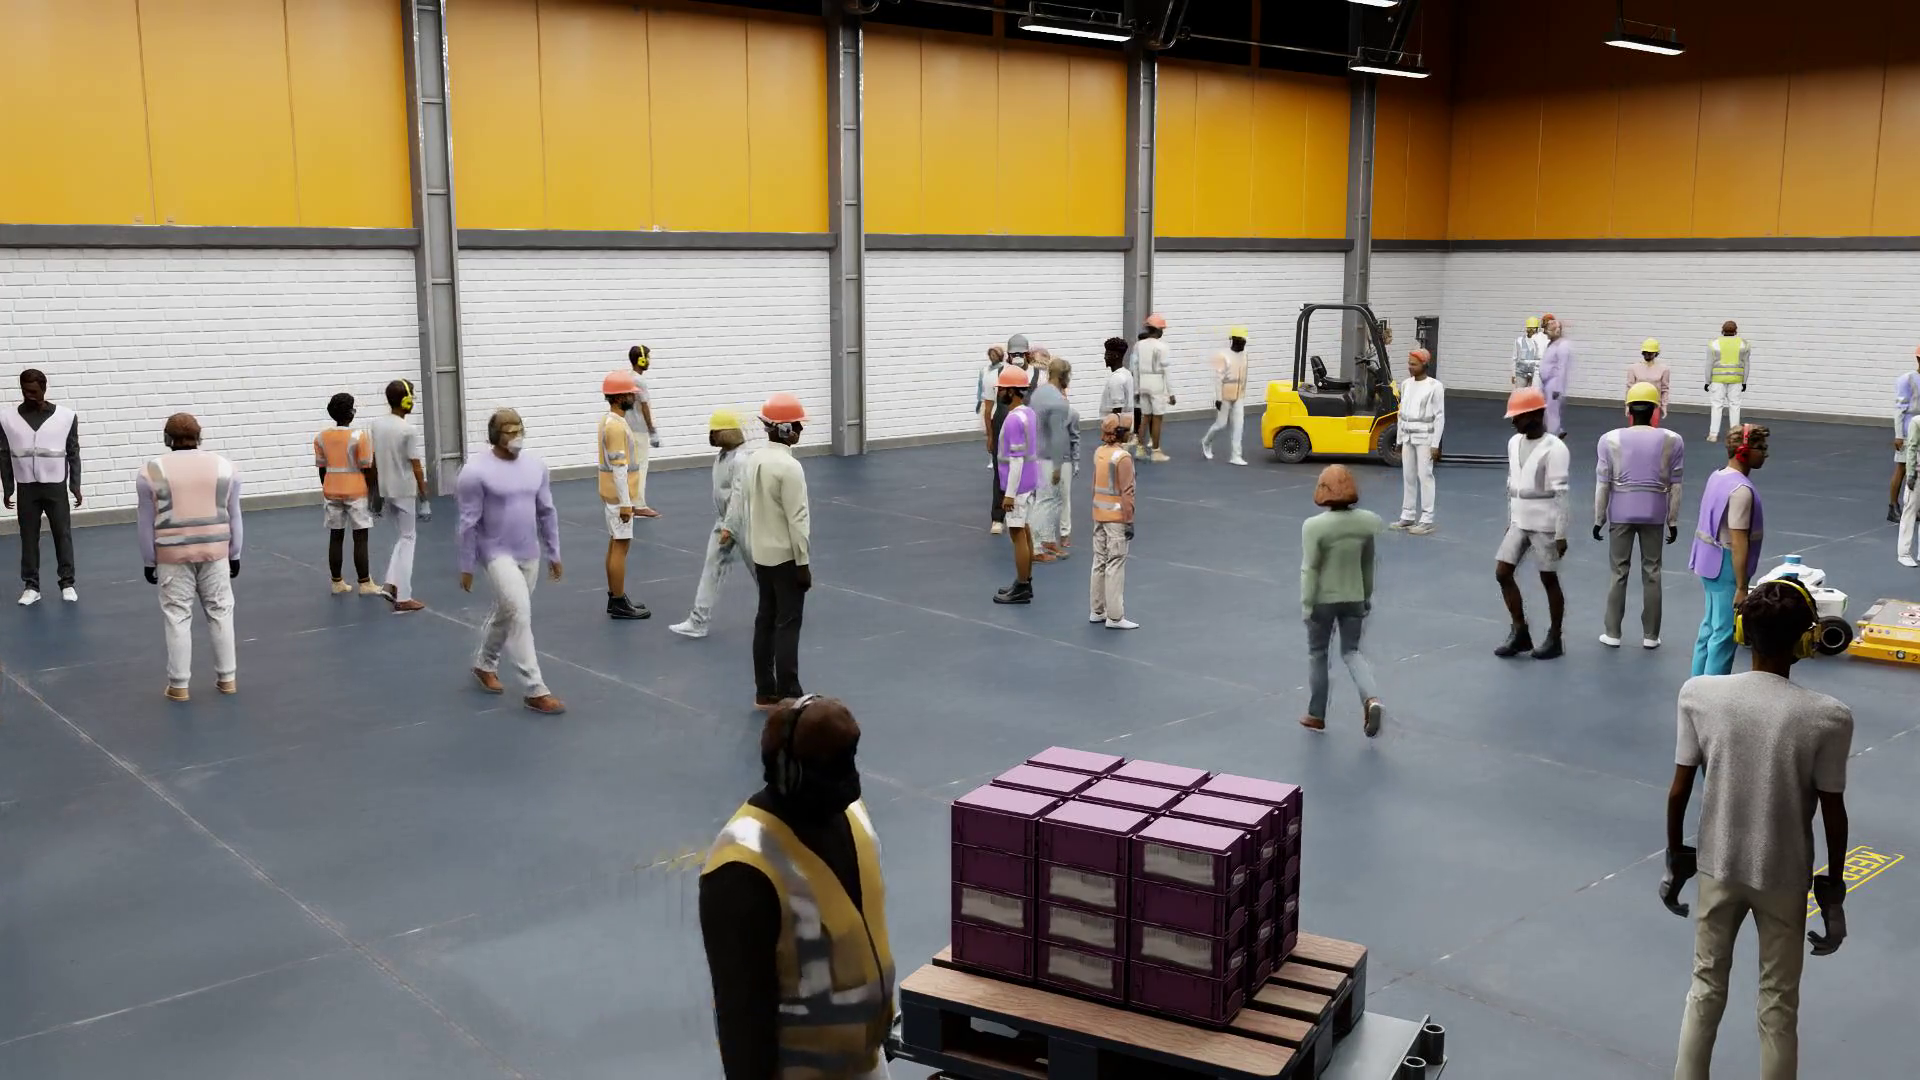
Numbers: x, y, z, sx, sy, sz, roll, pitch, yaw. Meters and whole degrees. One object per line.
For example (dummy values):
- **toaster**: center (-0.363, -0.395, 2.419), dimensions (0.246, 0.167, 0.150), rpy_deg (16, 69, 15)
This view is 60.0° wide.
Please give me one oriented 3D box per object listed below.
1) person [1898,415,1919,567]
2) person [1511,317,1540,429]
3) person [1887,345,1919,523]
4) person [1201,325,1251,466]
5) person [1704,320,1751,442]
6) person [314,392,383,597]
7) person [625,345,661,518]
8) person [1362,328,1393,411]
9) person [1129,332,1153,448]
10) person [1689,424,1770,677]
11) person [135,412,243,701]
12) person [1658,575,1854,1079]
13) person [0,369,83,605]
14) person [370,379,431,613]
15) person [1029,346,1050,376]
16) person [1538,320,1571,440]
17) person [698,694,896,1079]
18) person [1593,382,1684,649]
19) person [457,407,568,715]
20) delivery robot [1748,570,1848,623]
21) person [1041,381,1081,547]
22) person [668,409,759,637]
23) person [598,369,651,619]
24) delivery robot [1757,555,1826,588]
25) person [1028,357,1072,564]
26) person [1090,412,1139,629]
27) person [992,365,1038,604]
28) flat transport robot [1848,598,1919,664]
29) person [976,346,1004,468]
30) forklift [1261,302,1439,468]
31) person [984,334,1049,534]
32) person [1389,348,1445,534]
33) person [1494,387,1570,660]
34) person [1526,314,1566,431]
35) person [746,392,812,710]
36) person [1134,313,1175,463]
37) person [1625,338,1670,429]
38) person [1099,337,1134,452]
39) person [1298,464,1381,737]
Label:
- **person**: center (8.803, -0.573, 15.114), dimensions (0.512, 1.639, 0.312), rpy_deg (-2, 10, -14)
- **person**: center (9.246, -2.699, 26.992), dimensions (0.588, 1.834, 0.403), rpy_deg (4, 11, 23)
- **person**: center (10.120, -1.135, 17.541), dimensions (0.552, 1.932, 0.377), rpy_deg (-3, 10, -16)
- **person**: center (3.630, -1.975, 22.575), dimensions (0.612, 1.894, 0.829), rpy_deg (-6, 11, -32)
- **person**: center (11.622, -2.399, 25.232), dimensions (0.635, 1.841, 0.429), rpy_deg (3, 10, 16)
- **person**: center (-5.053, -0.368, 13.737), dimensions (0.535, 1.700, 0.318), rpy_deg (3, 10, 15)
- **person**: center (-3.445, -1.170, 17.975), dimensions (0.353, 1.862, 0.535), rpy_deg (-5, 11, -28)
- **person**: center (6.076, -2.203, 24.205), dimensions (0.957, 1.805, 0.533), rpy_deg (-1, 10, -4)
- **person**: center (2.717, -2.203, 24.479), dimensions (0.538, 1.698, 0.320), rpy_deg (6, 11, 31)
- **person**: center (4.519, 0.227, 9.824), dimensions (0.373, 1.843, 0.572), rpy_deg (2, 10, 10)
- **person**: center (-4.893, 0.105, 10.590), dimensions (0.619, 1.835, 0.429), rpy_deg (-7, 12, -36)
- **person**: center (2.411, 1.030, 5.054), dimensions (0.538, 1.869, 0.313), rpy_deg (8, 12, 39)
- **person**: center (-7.463, -0.438, 13.528), dimensions (0.588, 1.913, 0.391), rpy_deg (-4, 10, -21)
- **person**: center (-4.396, -0.344, 13.140), dimensions (0.557, 1.852, 0.412), rpy_deg (6, 11, 31)
- **person**: center (0.763, -1.136, 17.750), dimensions (0.776, 1.870, 0.471), rpy_deg (7, 12, 37)
- **person**: center (8.590, -2.249, 24.171), dimensions (0.425, 1.892, 0.674), rpy_deg (0, 10, 2)
- **person**: center (-0.424, 1.240, 4.050), dimensions (0.956, 1.802, 0.644), rpy_deg (5, 11, 25)
- **person**: center (4.853, -0.170, 11.941), dimensions (0.585, 1.917, 0.382), rpy_deg (3, 10, 16)
- **person**: center (-2.836, 0.102, 10.436), dimensions (1.005, 1.896, 0.645), rpy_deg (7, 12, 36)
- **delivery robot**: center (5.955, 0.461, 11.954), dimensions (0.707, 0.478, 0.477), rpy_deg (2, 10, 10)
- **person**: center (0.913, -0.745, 16.138), dimensions (0.507, 1.631, 0.266), rpy_deg (2, 10, 14)
- **person**: center (-1.696, -0.117, 12.286), dimensions (0.925, 1.693, 0.502), rpy_deg (-7, 12, -35)
- **person**: center (-2.629, -0.354, 12.948), dimensions (0.352, 1.942, 0.545), rpy_deg (-3, 10, -17)
- **delivery robot**: center (6.288, 0.355, 12.577), dimensions (0.477, 0.478, 0.707), rpy_deg (8, 13, 39)
- **person**: center (0.794, -0.733, 15.331), dimensions (0.590, 1.887, 0.659), rpy_deg (-3, 10, -17)
- **person**: center (1.164, -0.140, 12.617), dimensions (0.338, 1.643, 0.524), rpy_deg (-4, 11, -23)
- **person**: center (0.439, -0.446, 13.494), dimensions (0.369, 1.939, 0.542), rpy_deg (2, 10, 13)
- **flat transport robot**: center (6.874, 0.650, 11.954), dimensions (0.652, 0.197, 1.431), rpy_deg (7, 12, 36)
- **person**: center (0.461, -1.786, 22.234), dimensions (0.563, 1.626, 0.497), rpy_deg (7, 12, 37)
- **forklift**: center (5.320, -2.157, 22.763), dimensions (2.313, 2.155, 1.214), rpy_deg (3, 10, 16)
- **person**: center (0.587, -1.069, 16.846), dimensions (0.682, 2.000, 0.538), rpy_deg (0, 10, -1)
- **person**: center (4.661, -1.005, 16.927), dimensions (0.337, 1.883, 0.584), rpy_deg (-5, 11, -27)
- **person**: center (3.979, -0.102, 11.563), dimensions (0.669, 1.900, 0.694), rpy_deg (-4, 11, -25)
- **person**: center (9.432, -2.693, 26.811), dimensions (0.573, 1.883, 0.354), rpy_deg (3, 10, 19)
- **person**: center (-1.082, 0.096, 10.162), dimensions (0.381, 1.993, 0.619), rpy_deg (-7, 12, -34)
- **person**: center (2.649, -2.067, 22.698), dimensions (0.400, 2.042, 0.623), rpy_deg (-7, 12, -37)
- **person**: center (8.827, -1.706, 21.384), dimensions (0.526, 1.765, 0.329), rpy_deg (3, 10, 18)
- **person**: center (1.654, -1.170, 17.652), dimensions (0.368, 1.966, 0.603), rpy_deg (3, 10, 15)
- **person**: center (2.215, 0.364, 9.679), dimensions (0.509, 1.617, 0.609), rpy_deg (-3, 10, -17)
